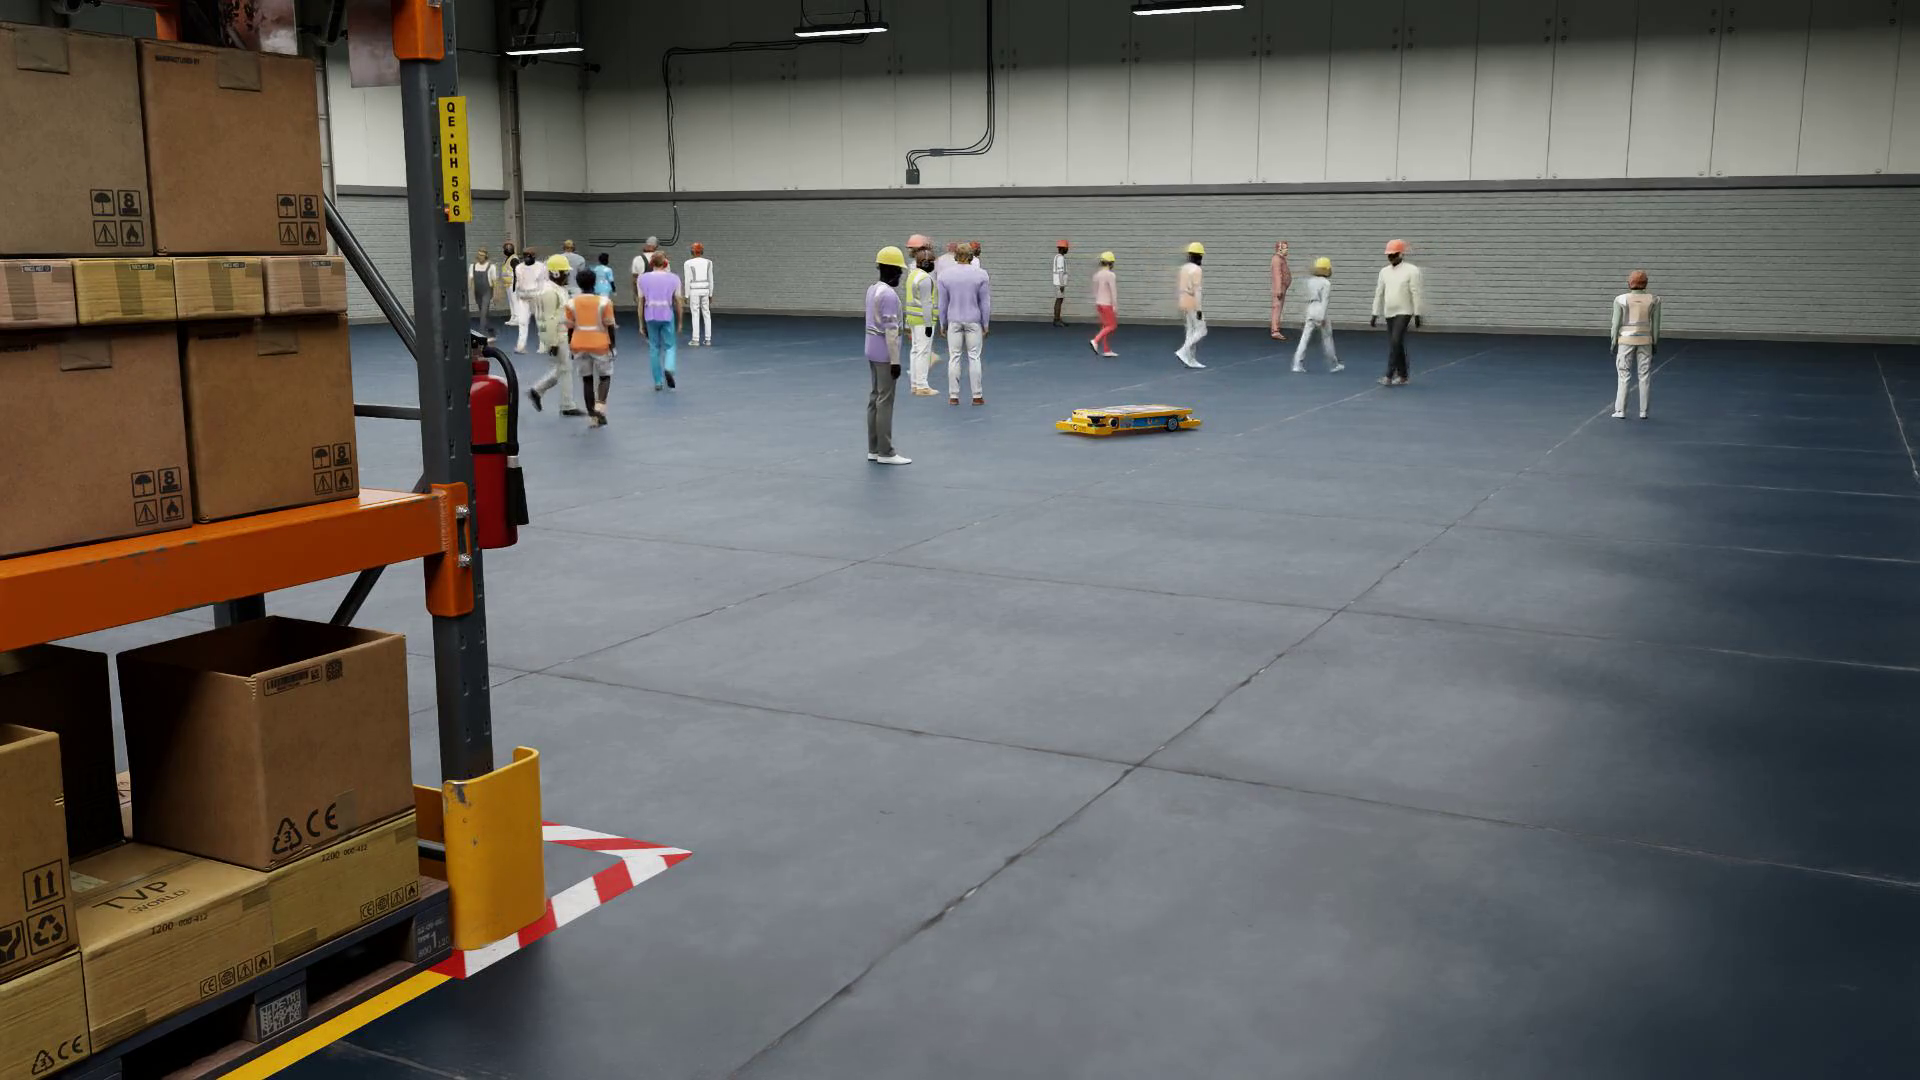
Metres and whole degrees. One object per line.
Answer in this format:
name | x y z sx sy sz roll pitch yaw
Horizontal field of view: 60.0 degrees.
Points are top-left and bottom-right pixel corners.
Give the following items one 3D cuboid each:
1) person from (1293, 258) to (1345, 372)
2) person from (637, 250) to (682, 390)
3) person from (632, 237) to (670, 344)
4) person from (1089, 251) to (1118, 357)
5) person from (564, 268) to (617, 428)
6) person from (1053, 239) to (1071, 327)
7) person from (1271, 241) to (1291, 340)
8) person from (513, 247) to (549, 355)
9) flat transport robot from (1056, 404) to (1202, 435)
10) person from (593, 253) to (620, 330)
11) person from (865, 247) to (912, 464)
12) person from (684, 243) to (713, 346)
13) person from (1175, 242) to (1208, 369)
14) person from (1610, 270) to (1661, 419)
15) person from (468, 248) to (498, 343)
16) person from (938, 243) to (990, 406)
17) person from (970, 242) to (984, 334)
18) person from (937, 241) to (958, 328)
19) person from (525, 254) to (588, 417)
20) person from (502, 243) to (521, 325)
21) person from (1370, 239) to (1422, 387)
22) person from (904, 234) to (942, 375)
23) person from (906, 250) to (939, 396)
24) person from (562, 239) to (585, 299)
person | 5.313 -3.319 24.593 0.924 1.693 0.488 -6 12 -31
person | -3.898 -2.839 21.612 0.569 1.831 0.522 -1 10 -8
person | -5.614 -4.586 30.552 0.685 2.000 1.014 1 10 3
person | 2.394 -3.894 27.534 0.534 1.750 0.544 -5 12 -26
person | -3.860 -1.998 17.416 0.562 1.673 0.392 0 10 2
person | 2.262 -5.699 36.907 0.377 1.932 0.552 0 10 -3
person | 6.249 -4.863 32.430 0.409 1.908 0.642 2 11 10
person | -7.311 -4.045 28.239 0.652 1.804 0.891 2 11 10
flat transport robot | 1.755 -1.259 17.237 1.431 0.197 0.652 -7 13 -34
person | -7.584 -5.267 35.339 0.542 1.648 0.880 8 13 36
person | -0.651 -1.633 14.780 0.383 1.920 0.585 -4 11 -19
person | -4.813 -4.520 30.626 0.573 1.883 0.356 -7 13 -35
person | 3.524 -3.541 25.178 0.440 1.913 0.618 -2 11 -13
person | 7.436 -2.146 18.345 0.514 1.639 0.317 1 10 8
person | -8.919 -4.548 31.041 0.521 1.783 1.020 3 11 15
person | 0.050 -2.558 19.790 0.627 1.933 0.371 1 10 7
person | 0.270 -5.108 33.823 0.337 1.882 0.584 -5 11 -25
person | -0.162 -5.463 35.744 0.662 1.887 0.492 0 10 -3
person | -4.502 -2.259 18.469 0.611 1.818 0.607 -1 10 -6
person | -10.106 -5.758 37.499 0.430 1.840 0.624 -5 12 -27
person | 5.745 -3.017 22.208 0.921 1.952 0.656 -8 13 -36
person | -0.553 -3.359 23.887 0.533 2.032 0.608 5 11 23
person | -0.457 -2.751 21.118 0.428 1.835 0.627 -3 11 -17
person | -7.599 -4.880 32.434 0.629 1.940 0.377 0 10 -2
